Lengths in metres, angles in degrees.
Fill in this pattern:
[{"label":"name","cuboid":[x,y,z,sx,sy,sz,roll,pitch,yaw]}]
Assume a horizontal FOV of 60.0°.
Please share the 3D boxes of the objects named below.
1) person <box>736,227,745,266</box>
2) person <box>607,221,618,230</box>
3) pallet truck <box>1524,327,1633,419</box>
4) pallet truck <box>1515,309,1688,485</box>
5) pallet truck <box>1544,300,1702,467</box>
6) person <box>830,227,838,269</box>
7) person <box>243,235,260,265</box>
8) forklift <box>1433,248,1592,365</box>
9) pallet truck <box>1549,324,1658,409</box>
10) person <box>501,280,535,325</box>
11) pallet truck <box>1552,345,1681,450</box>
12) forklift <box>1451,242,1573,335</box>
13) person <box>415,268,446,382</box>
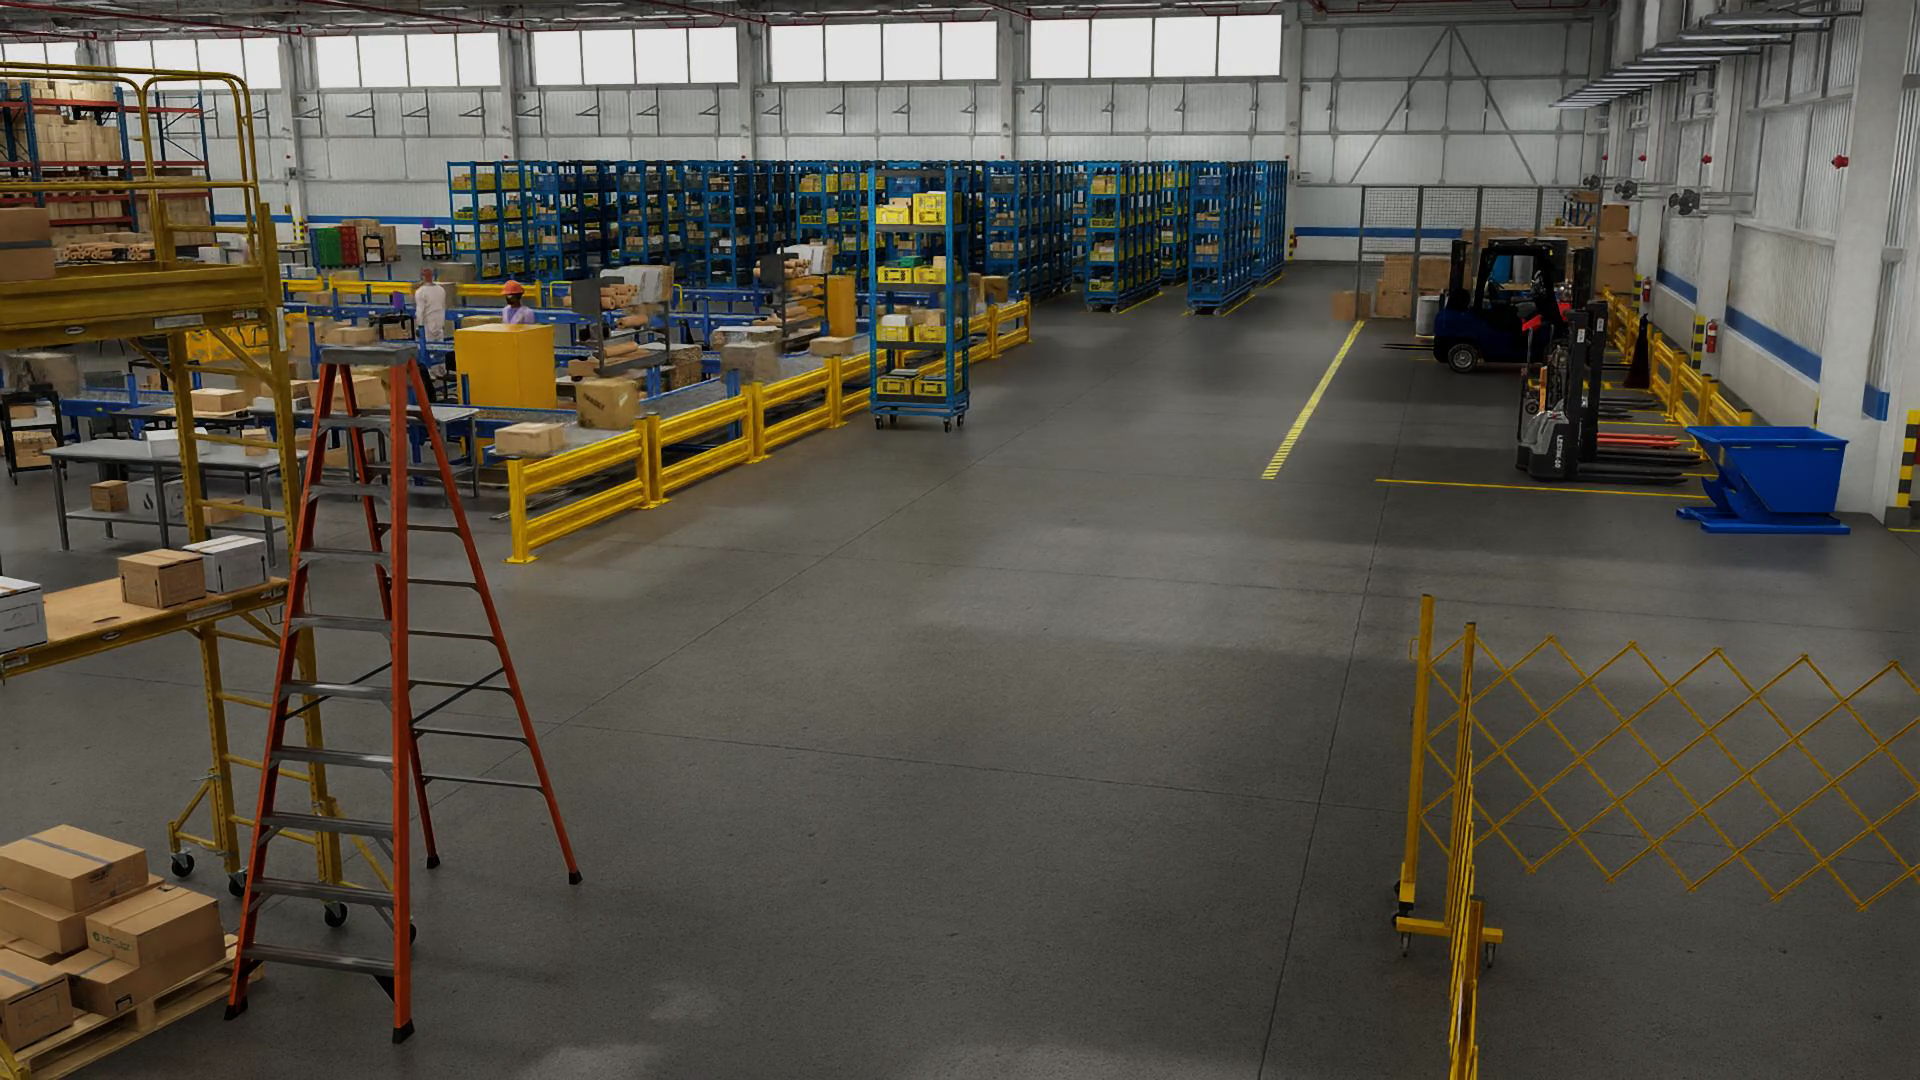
[{"label":"person","cuboid":[-6.639,-8.725,49.911,0.597,1.984,0.651,0,13,-2]},{"label":"person","cuboid":[-11.604,-10.125,56.394,0.609,1.778,0.943,1,13,6]},{"label":"pallet truck","cuboid":[9.065,-2.460,24.370,1.522,1.261,0.704,3,13,14]},{"label":"pallet truck","cuboid":[7.554,-1.677,19.446,1.885,1.965,0.823,3,13,14]},{"label":"pallet truck","cuboid":[8.263,-1.952,20.631,1.885,1.965,0.823,5,14,20]},{"label":"person","cuboid":[-4.025,-9.649,54.262,0.586,1.810,0.853,3,13,12]},{"label":"person","cuboid":[-18.341,-7.068,43.290,0.746,1.728,0.547,6,14,24]},{"label":"forklift","cuboid":[9.780,-4.111,29.280,2.680,1.987,1.157,3,13,14]},{"label":"pallet truck","cuboid":[9.824,-2.669,25.407,1.601,1.201,0.680,4,14,16]},{"label":"person","cuboid":[-6.269,-2.643,23.518,0.608,2.044,0.373,8,15,32]},{"label":"pallet truck","cuboid":[8.641,-1.896,21.908,1.630,1.274,0.653,4,14,16]},{"label":"forklift","cuboid":[10.464,-4.597,31.405,2.680,1.987,1.157,4,14,16]},{"label":"person","cuboid":[-8.937,-3.618,28.019,0.410,1.913,0.643,6,14,23]}]
